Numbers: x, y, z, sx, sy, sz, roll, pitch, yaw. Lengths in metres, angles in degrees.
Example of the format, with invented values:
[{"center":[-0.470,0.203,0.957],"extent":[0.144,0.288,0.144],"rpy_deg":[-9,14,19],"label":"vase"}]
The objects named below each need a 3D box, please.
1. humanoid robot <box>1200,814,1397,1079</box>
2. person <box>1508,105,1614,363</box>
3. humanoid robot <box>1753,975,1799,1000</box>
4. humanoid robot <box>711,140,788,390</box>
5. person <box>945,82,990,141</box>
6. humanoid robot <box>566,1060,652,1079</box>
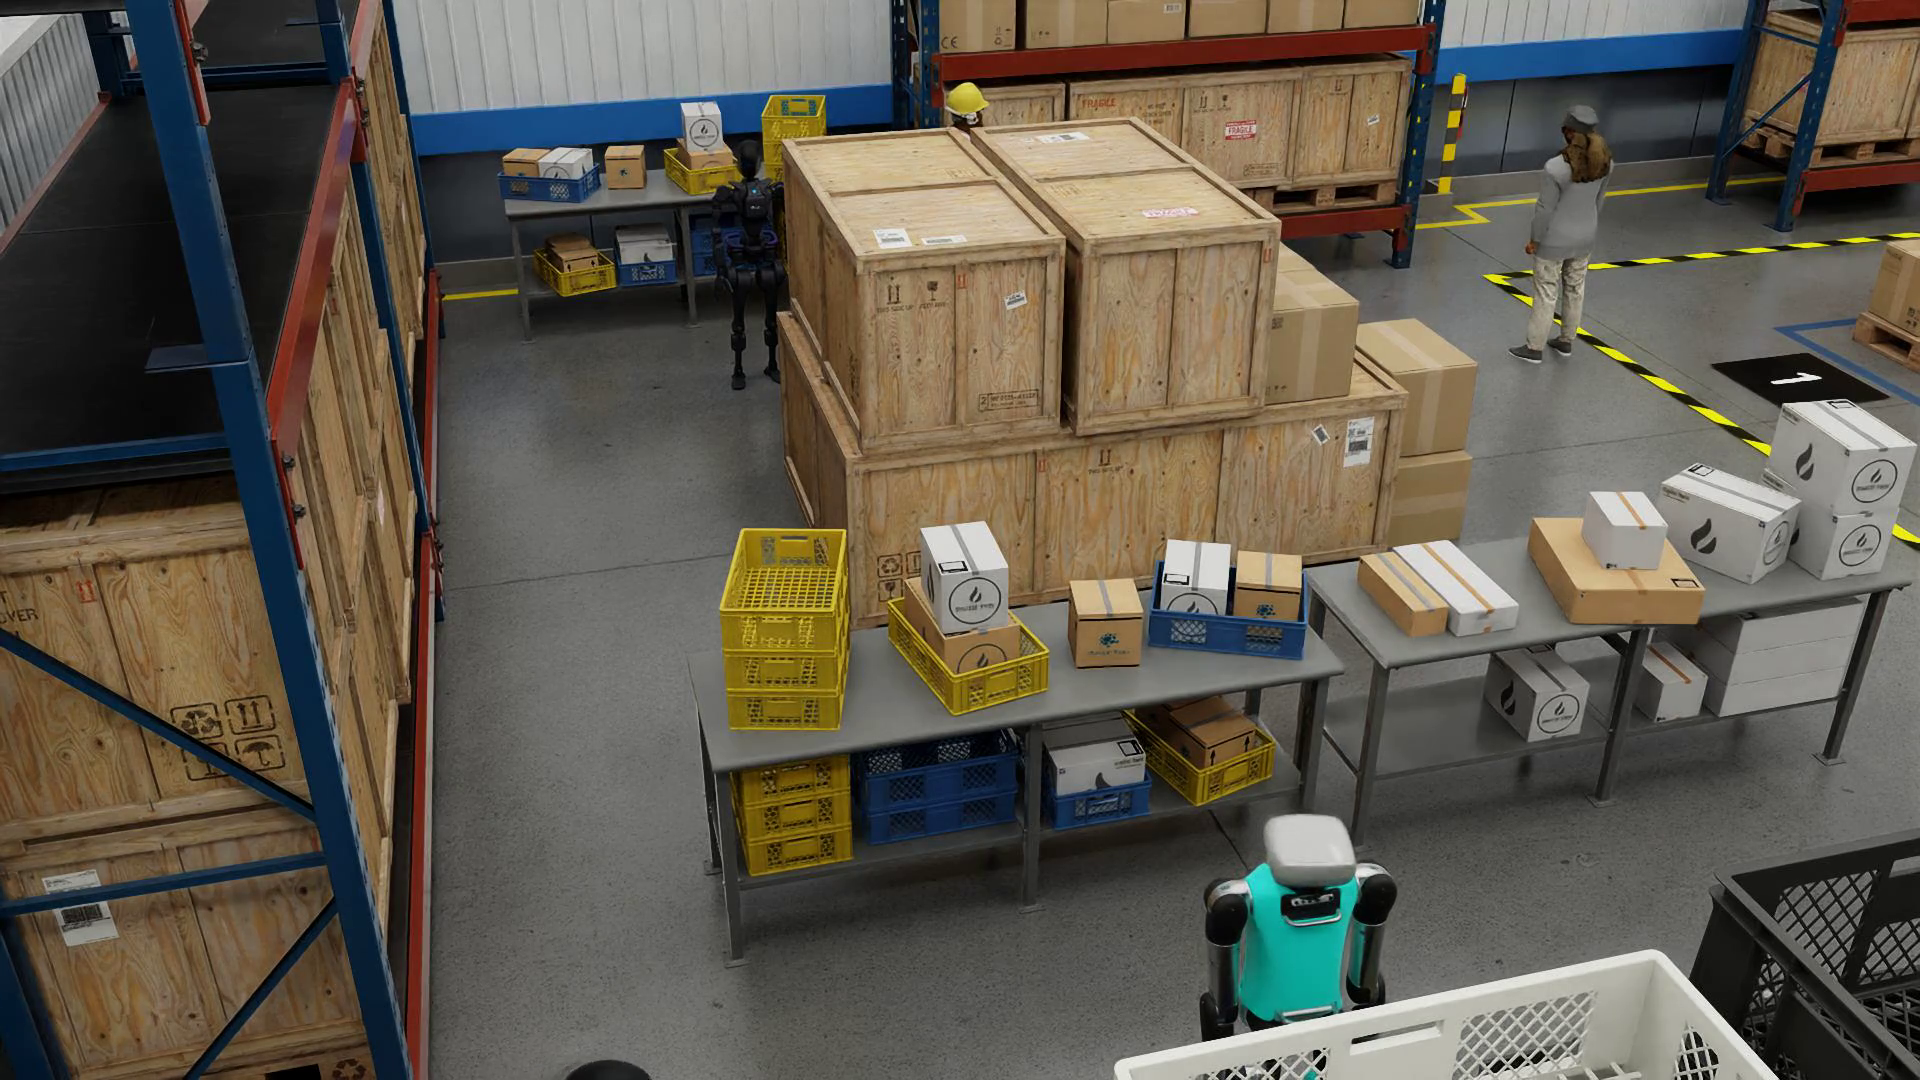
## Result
[{"center":[0.968,1.602,4.579],"extent":[0.531,1.695,0.732],"rpy_deg":[-5,29,-9],"label":"humanoid robot"},{"center":[4.114,-2.063,11.306],"extent":[0.561,1.769,0.398],"rpy_deg":[-12,31,-21],"label":"person"},{"center":[1.752,1.870,4.202],"extent":[1.023,1.736,0.558],"rpy_deg":[-16,32,-26],"label":"humanoid robot"},{"center":[-1.340,-1.806,10.924],"extent":[0.599,1.653,0.315],"rpy_deg":[-10,30,-17],"label":"humanoid robot"},{"center":[0.053,-2.255,11.585],"extent":[0.404,1.833,0.599],"rpy_deg":[-5,29,-9],"label":"person"},{"center":[-0.865,1.916,4.199],"extent":[0.618,1.642,0.599],"rpy_deg":[-2,29,-4],"label":"humanoid robot"}]
